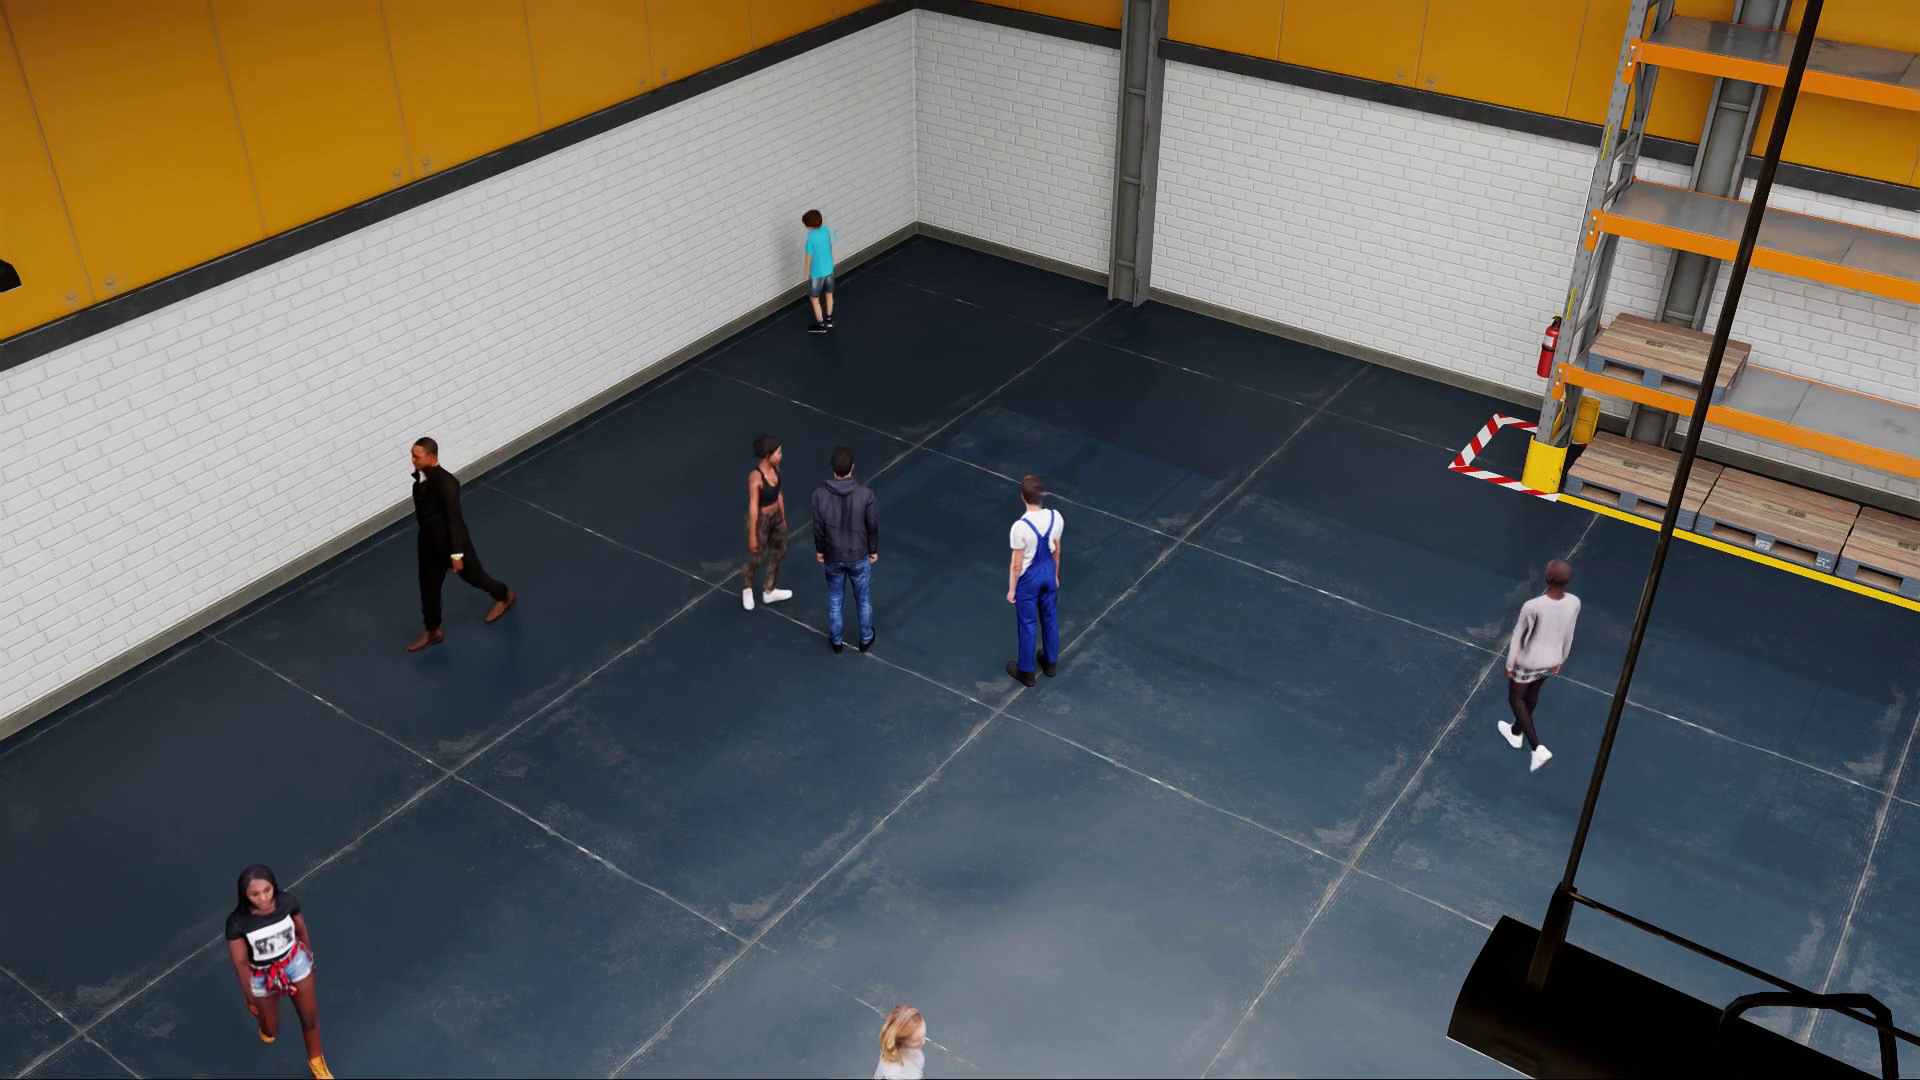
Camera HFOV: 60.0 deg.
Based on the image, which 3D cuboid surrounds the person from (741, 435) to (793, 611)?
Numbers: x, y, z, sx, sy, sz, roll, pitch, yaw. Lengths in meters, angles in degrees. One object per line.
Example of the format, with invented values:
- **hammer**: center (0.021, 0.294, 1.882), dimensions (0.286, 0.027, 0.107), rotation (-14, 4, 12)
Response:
- **person**: center (-1.672, -0.120, 13.954), dimensions (0.702, 1.666, 0.651), rotation (25, 41, 32)

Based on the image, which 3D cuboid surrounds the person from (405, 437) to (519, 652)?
- **person**: center (-4.118, -0.015, 13.620), dimensions (1.237, 1.860, 0.887), rotation (27, 42, 35)

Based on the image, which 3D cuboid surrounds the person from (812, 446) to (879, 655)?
- **person**: center (-0.917, 0.103, 13.412), dimensions (0.725, 1.894, 0.820), rotation (-1, 34, -2)

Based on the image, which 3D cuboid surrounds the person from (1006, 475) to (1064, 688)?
- **person**: center (0.588, 0.317, 13.132), dimensions (0.714, 1.848, 0.710), rotation (-18, 38, -25)

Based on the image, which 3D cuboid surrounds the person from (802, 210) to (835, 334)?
- **person**: center (-1.535, -3.039, 18.555), dimensions (0.641, 1.433, 0.565), rotation (-18, 38, -25)

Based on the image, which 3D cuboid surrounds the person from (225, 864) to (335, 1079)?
- **person**: center (-4.083, 2.557, 9.884), dimensions (0.745, 1.713, 0.982), rotation (-27, 42, -34)

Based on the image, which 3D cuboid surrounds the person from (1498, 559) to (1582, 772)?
- **person**: center (4.309, 0.944, 12.274), dimensions (0.997, 1.753, 1.067), rotation (-6, 34, -9)

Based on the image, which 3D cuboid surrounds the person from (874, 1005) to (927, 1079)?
- **person**: center (-0.462, 3.120, 9.012), dimensions (1.292, 1.740, 0.900), rotation (6, 34, 10)
